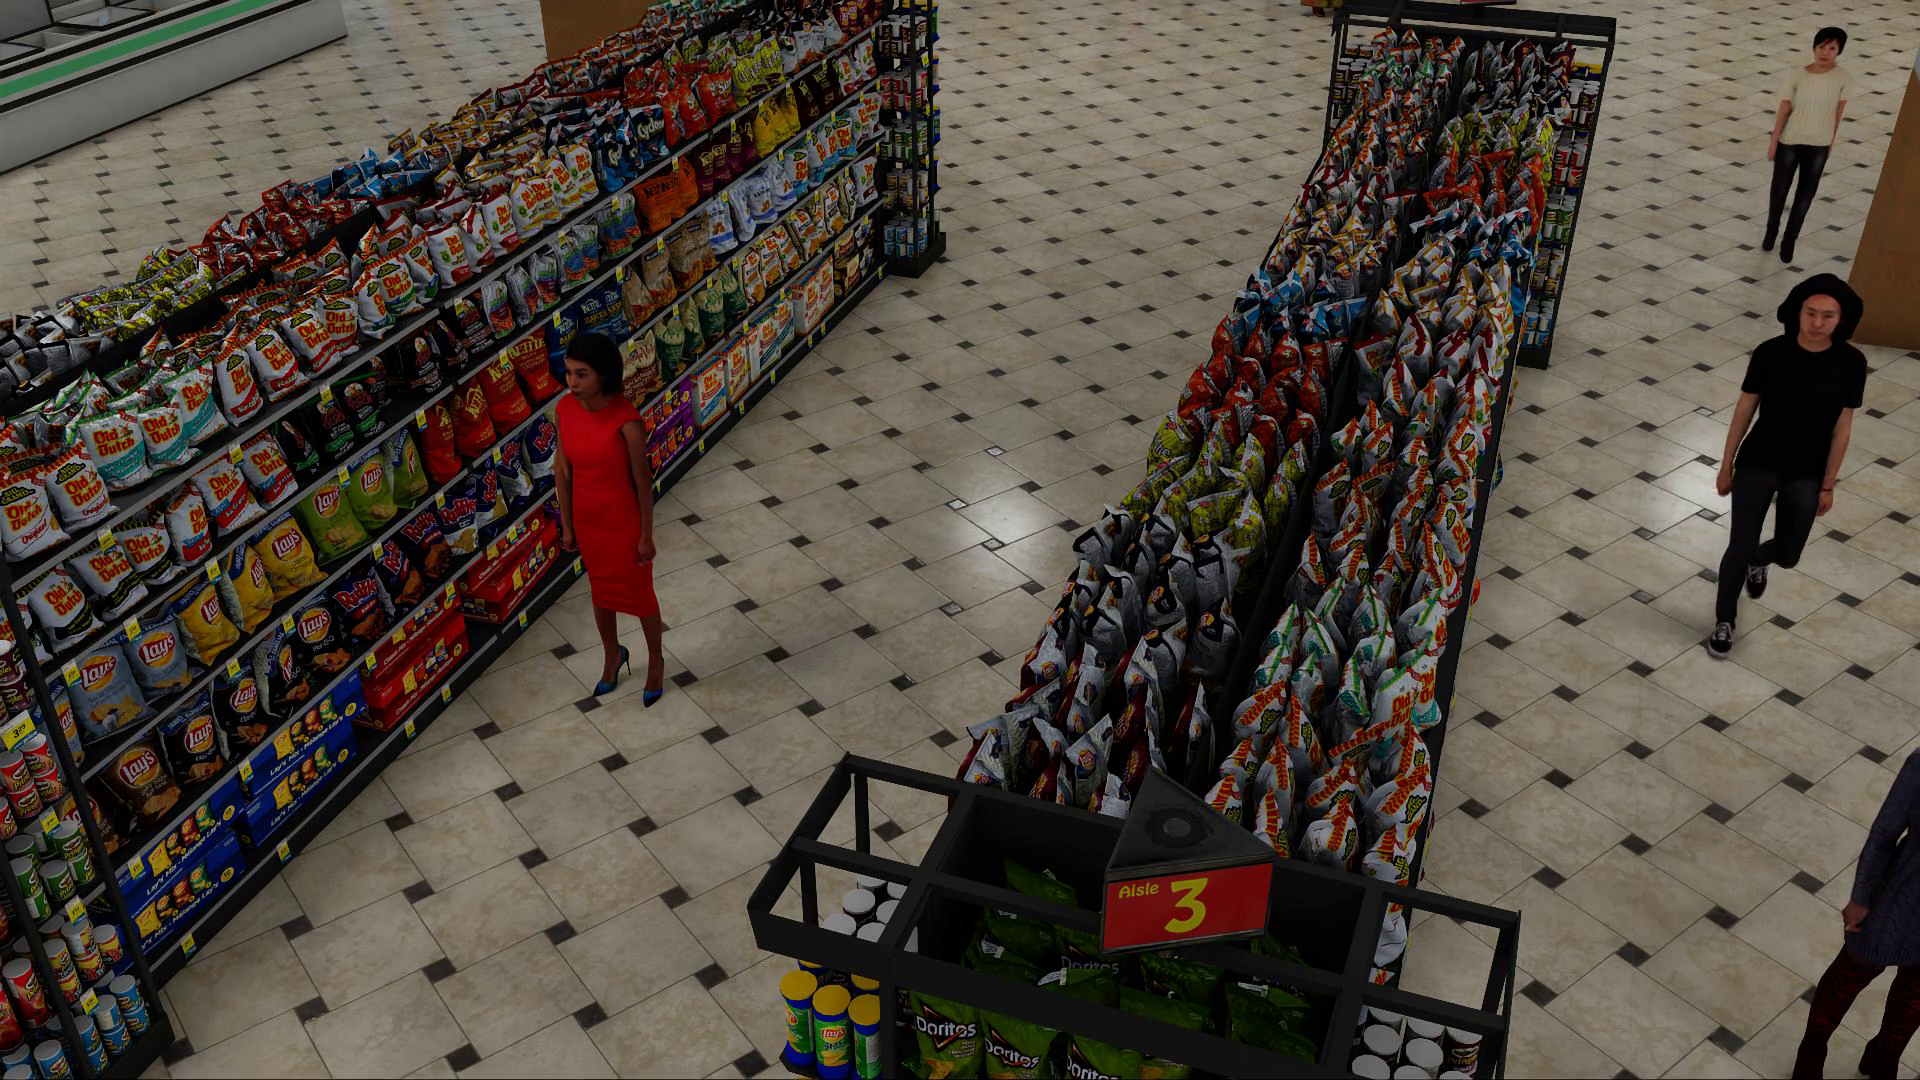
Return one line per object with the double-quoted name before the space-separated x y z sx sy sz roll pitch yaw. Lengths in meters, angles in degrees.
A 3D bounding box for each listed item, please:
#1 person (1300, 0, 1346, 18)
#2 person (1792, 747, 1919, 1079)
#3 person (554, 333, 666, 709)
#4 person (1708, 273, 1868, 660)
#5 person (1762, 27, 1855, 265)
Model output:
"person" 3.852 -6.225 16.962 0.989 1.661 1.058 -15 35 -23
"person" 2.963 1.111 5.126 0.612 1.711 0.555 6 32 10
"person" -1.454 -0.065 6.984 0.566 1.743 0.487 11 33 17
"person" 3.653 -0.354 7.383 0.652 1.813 0.852 13 34 19
"person" 5.805 -2.743 11.451 0.625 1.572 0.743 14 34 21
